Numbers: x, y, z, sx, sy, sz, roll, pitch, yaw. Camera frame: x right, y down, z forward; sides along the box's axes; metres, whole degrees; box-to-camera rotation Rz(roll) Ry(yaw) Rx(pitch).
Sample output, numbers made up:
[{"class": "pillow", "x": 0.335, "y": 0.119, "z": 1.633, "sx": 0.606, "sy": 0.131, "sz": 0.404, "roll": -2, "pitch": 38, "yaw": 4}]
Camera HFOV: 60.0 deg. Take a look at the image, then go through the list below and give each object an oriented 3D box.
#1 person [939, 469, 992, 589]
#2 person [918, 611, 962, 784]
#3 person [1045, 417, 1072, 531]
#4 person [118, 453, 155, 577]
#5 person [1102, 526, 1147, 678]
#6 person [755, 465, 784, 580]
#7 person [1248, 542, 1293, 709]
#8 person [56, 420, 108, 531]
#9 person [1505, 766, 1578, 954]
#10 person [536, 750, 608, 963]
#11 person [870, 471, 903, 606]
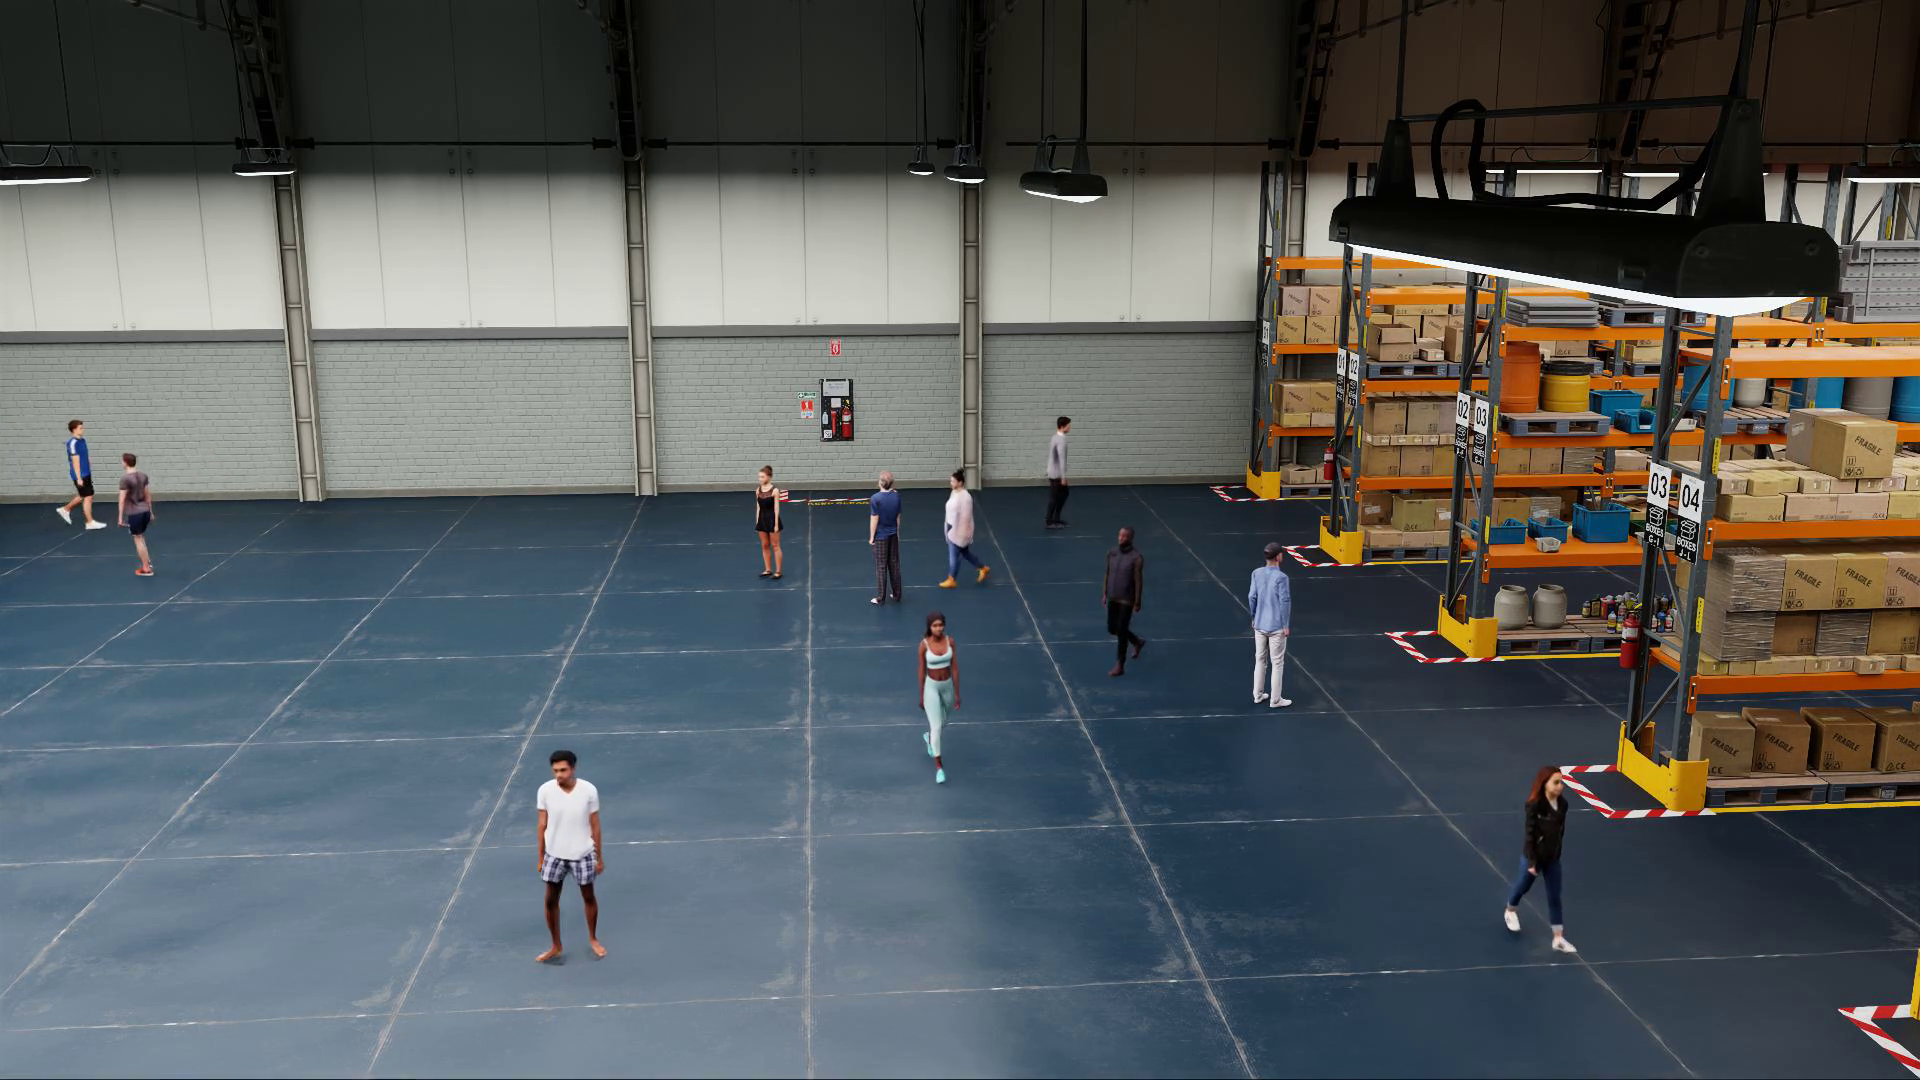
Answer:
[{"class": "person", "x": 0.090, "y": -0.163, "z": 23.947, "sx": 1.121, "sy": 1.721, "sz": 0.847, "roll": -5, "pitch": 14, "yaw": -19}, {"class": "person", "x": -0.228, "y": 1.524, "z": 16.701, "sx": 1.034, "sy": 1.702, "sz": 0.790, "roll": -4, "pitch": 14, "yaw": -18}, {"class": "person", "x": 1.514, "y": -1.107, "z": 27.620, "sx": 0.649, "sy": 1.903, "sz": 0.748, "roll": -1, "pitch": 13, "yaw": -4}, {"class": "person", "x": -12.074, "y": -0.363, "z": 24.540, "sx": 0.752, "sy": 1.842, "sz": 0.765, "roll": 4, "pitch": 14, "yaw": 17}, {"class": "person", "x": 2.003, "y": 0.711, "z": 19.961, "sx": 1.129, "sy": 1.816, "sz": 1.032, "roll": -12, "pitch": 18, "yaw": -42}, {"class": "person", "x": -2.804, "y": -0.268, "z": 24.488, "sx": 0.672, "sy": 1.681, "sz": 0.752, "roll": 8, "pitch": 15, "yaw": 31}, {"class": "person", "x": 3.511, "y": 0.945, "z": 18.792, "sx": 0.768, "sy": 1.888, "sz": 0.737, "roll": -12, "pitch": 18, "yaw": -42}, {"class": "person", "x": -14.674, "y": -1.074, "z": 27.598, "sx": 1.036, "sy": 1.847, "sz": 0.727, "roll": -3, "pitch": 13, "yaw": -11}, {"class": "person", "x": 4.542, "y": 2.477, "z": 13.151, "sx": 0.957, "sy": 1.447, "sz": 0.733, "roll": -4, "pitch": 14, "yaw": -15}, {"class": "person", "x": -2.989, "y": 2.406, "z": 12.858, "sx": 0.504, "sy": 1.717, "sz": 0.745, "roll": -3, "pitch": 13, "yaw": -12}, {"class": "person", "x": -1.026, "y": -0.046, "z": 23.106, "sx": 0.675, "sy": 1.872, "sz": 0.800, "roll": -9, "pitch": 16, "yaw": -35}]
